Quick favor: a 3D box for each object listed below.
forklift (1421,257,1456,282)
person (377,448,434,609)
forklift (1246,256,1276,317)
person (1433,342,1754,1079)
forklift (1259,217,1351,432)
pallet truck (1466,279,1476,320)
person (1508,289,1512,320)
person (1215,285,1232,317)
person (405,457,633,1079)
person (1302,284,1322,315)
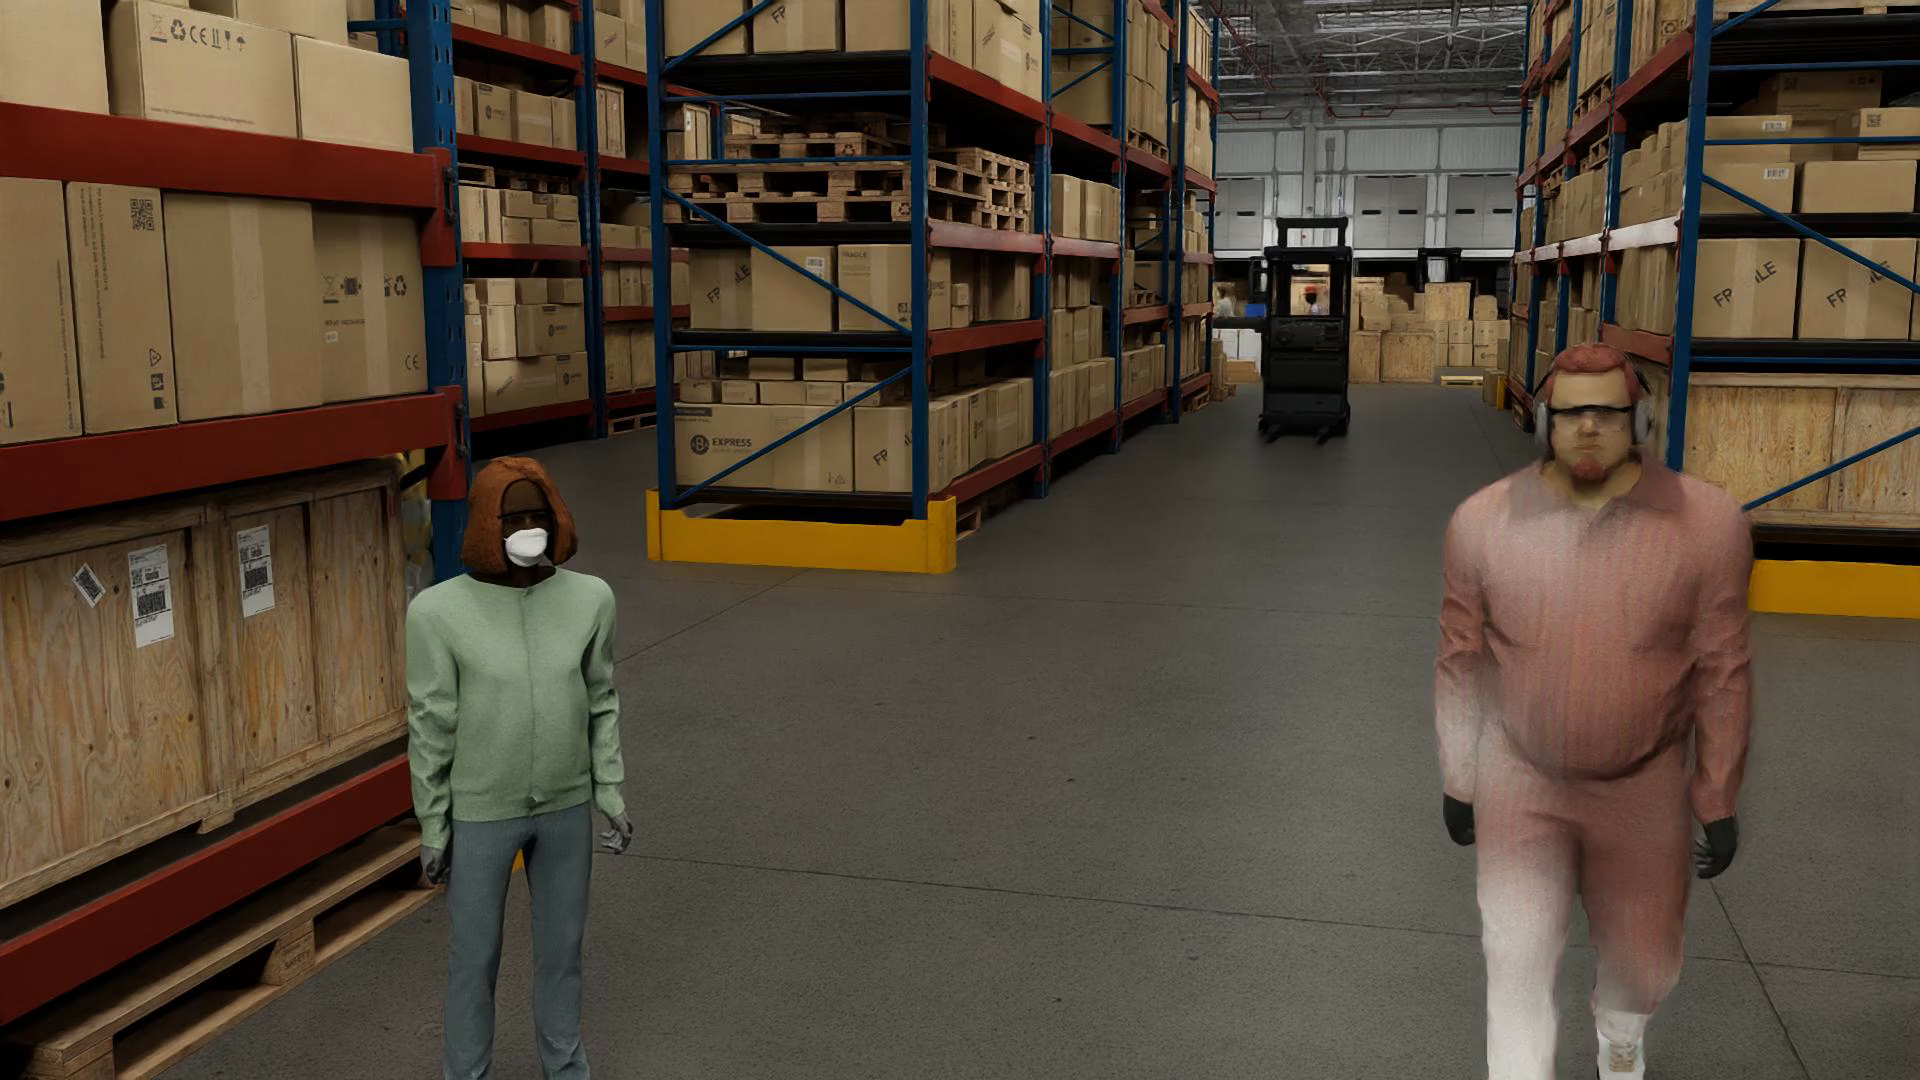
[{"bbox_3d":[12.635,-6.339,44.048,1.129,2.768,1.873,2,9,15],"label":"forklift"},{"bbox_3d":[-2.194,0.084,6.587,0.726,1.818,0.661,3,9,16],"label":"person"},{"bbox_3d":[11.003,-8.927,60.490,1.129,2.768,1.873,2,9,15],"label":"forklift"},{"bbox_3d":[1.367,0.509,3.663,0.656,1.891,0.671,4,10,22],"label":"person"},{"bbox_3d":[4.672,-2.906,22.238,1.129,2.768,1.873,2,9,15],"label":"forklift"},{"bbox_3d":[18.896,-8.459,60.307,1.885,1.965,0.823,5,10,31],"label":"pallet truck"},{"bbox_3d":[19.093,-7.822,57.267,0.538,1.682,0.535,2,9,10],"label":"person"},{"bbox_3d":[5.763,-4.613,36.261,1.033,1.892,0.647,0,9,-1],"label":"person"},{"bbox_3d":[-0.985,0.622,3.762,0.499,1.634,0.279,-7,11,-36],"label":"person"},{"bbox_3d":[6.454,-3.791,30.948,0.925,1.893,0.573,3,9,17],"label":"person"}]
